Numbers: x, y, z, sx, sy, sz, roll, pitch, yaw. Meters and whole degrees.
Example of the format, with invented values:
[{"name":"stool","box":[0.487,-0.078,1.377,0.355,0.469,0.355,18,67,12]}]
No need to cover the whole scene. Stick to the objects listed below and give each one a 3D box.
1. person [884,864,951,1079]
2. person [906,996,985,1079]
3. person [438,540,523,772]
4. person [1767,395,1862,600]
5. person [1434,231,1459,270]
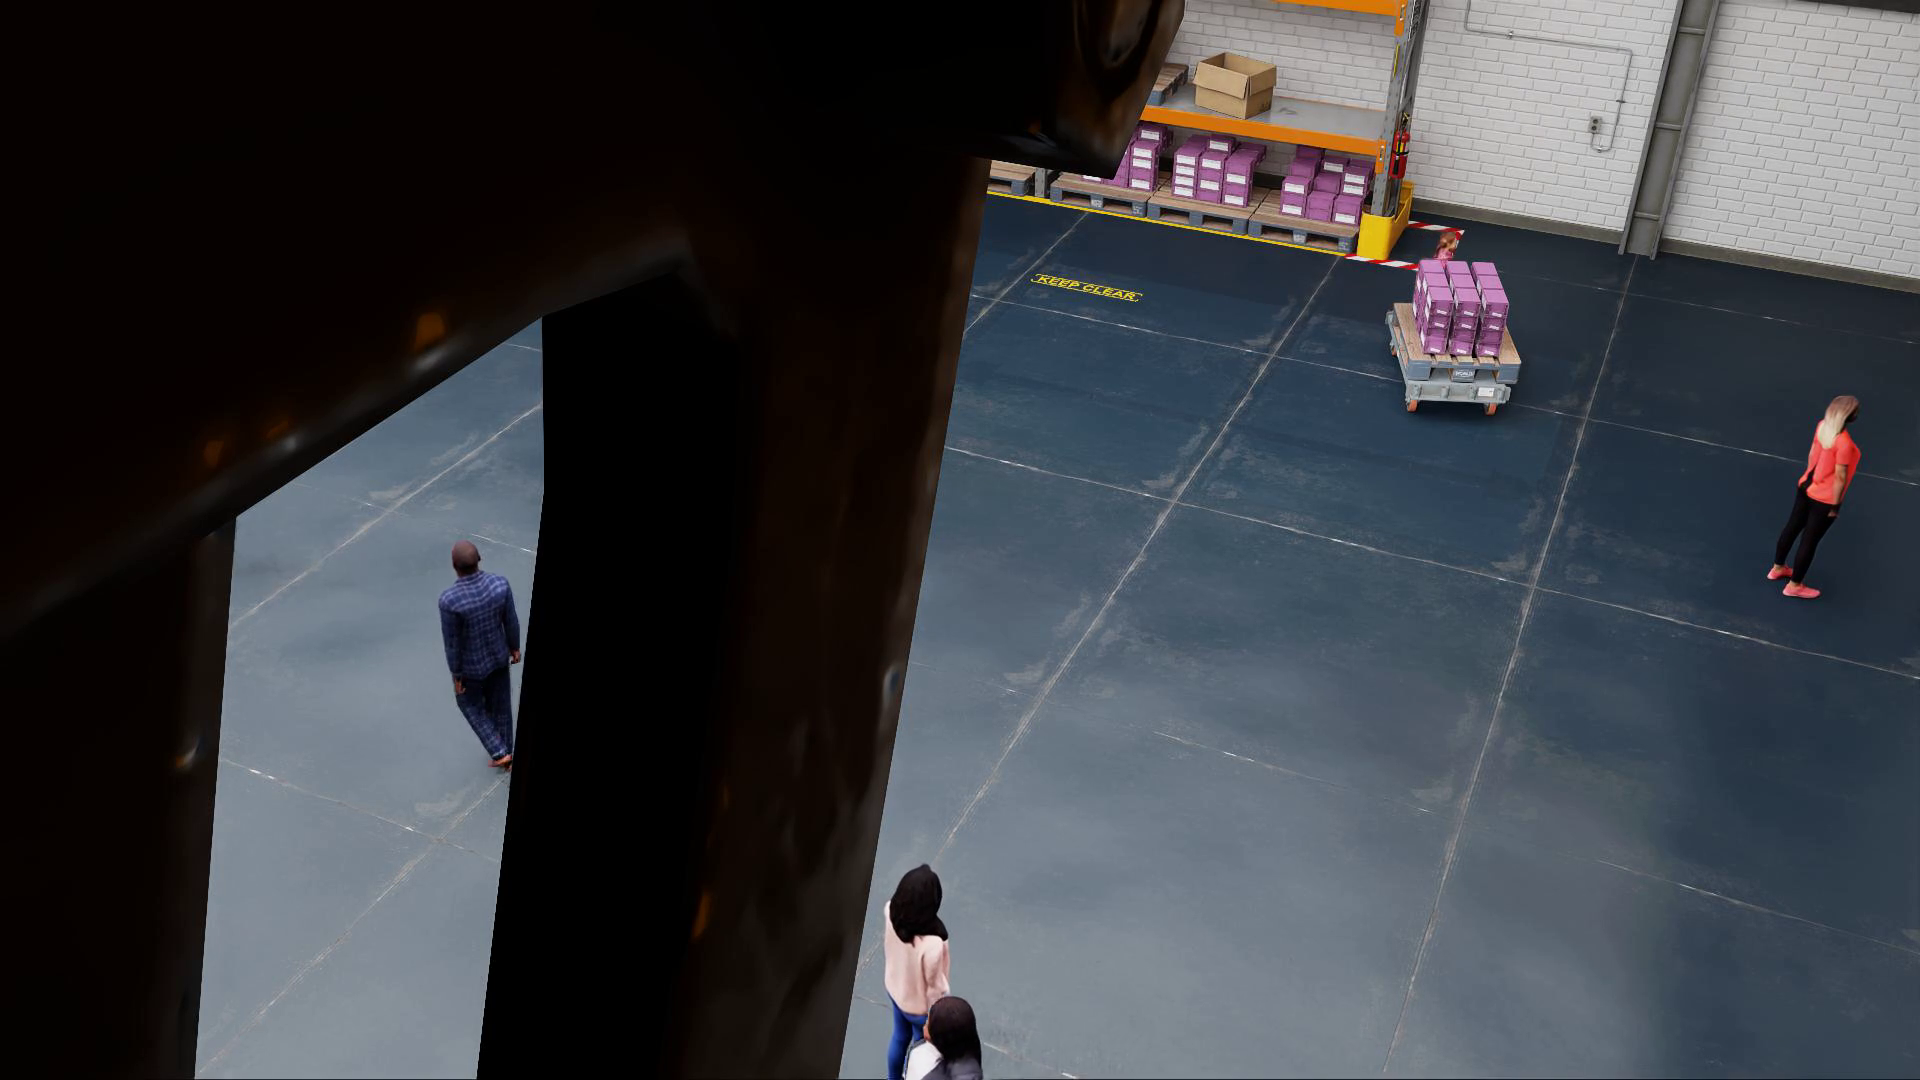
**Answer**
[{"name":"person","box":[-0.233,2.368,8.610,0.784,1.765,0.672,-20,38,-27]},{"name":"person","box":[0.038,2.799,8.146,1.094,1.560,0.942,-2,34,-3]},{"name":"person","box":[-3.099,0.825,10.890,0.811,1.810,0.834,-23,40,-30]},{"name":"person","box":[6.583,-0.354,12.769,0.683,1.693,0.676,-1,34,-2]},{"name":"person","box":[4.816,-2.649,16.838,0.618,1.012,0.492,7,34,11]}]
